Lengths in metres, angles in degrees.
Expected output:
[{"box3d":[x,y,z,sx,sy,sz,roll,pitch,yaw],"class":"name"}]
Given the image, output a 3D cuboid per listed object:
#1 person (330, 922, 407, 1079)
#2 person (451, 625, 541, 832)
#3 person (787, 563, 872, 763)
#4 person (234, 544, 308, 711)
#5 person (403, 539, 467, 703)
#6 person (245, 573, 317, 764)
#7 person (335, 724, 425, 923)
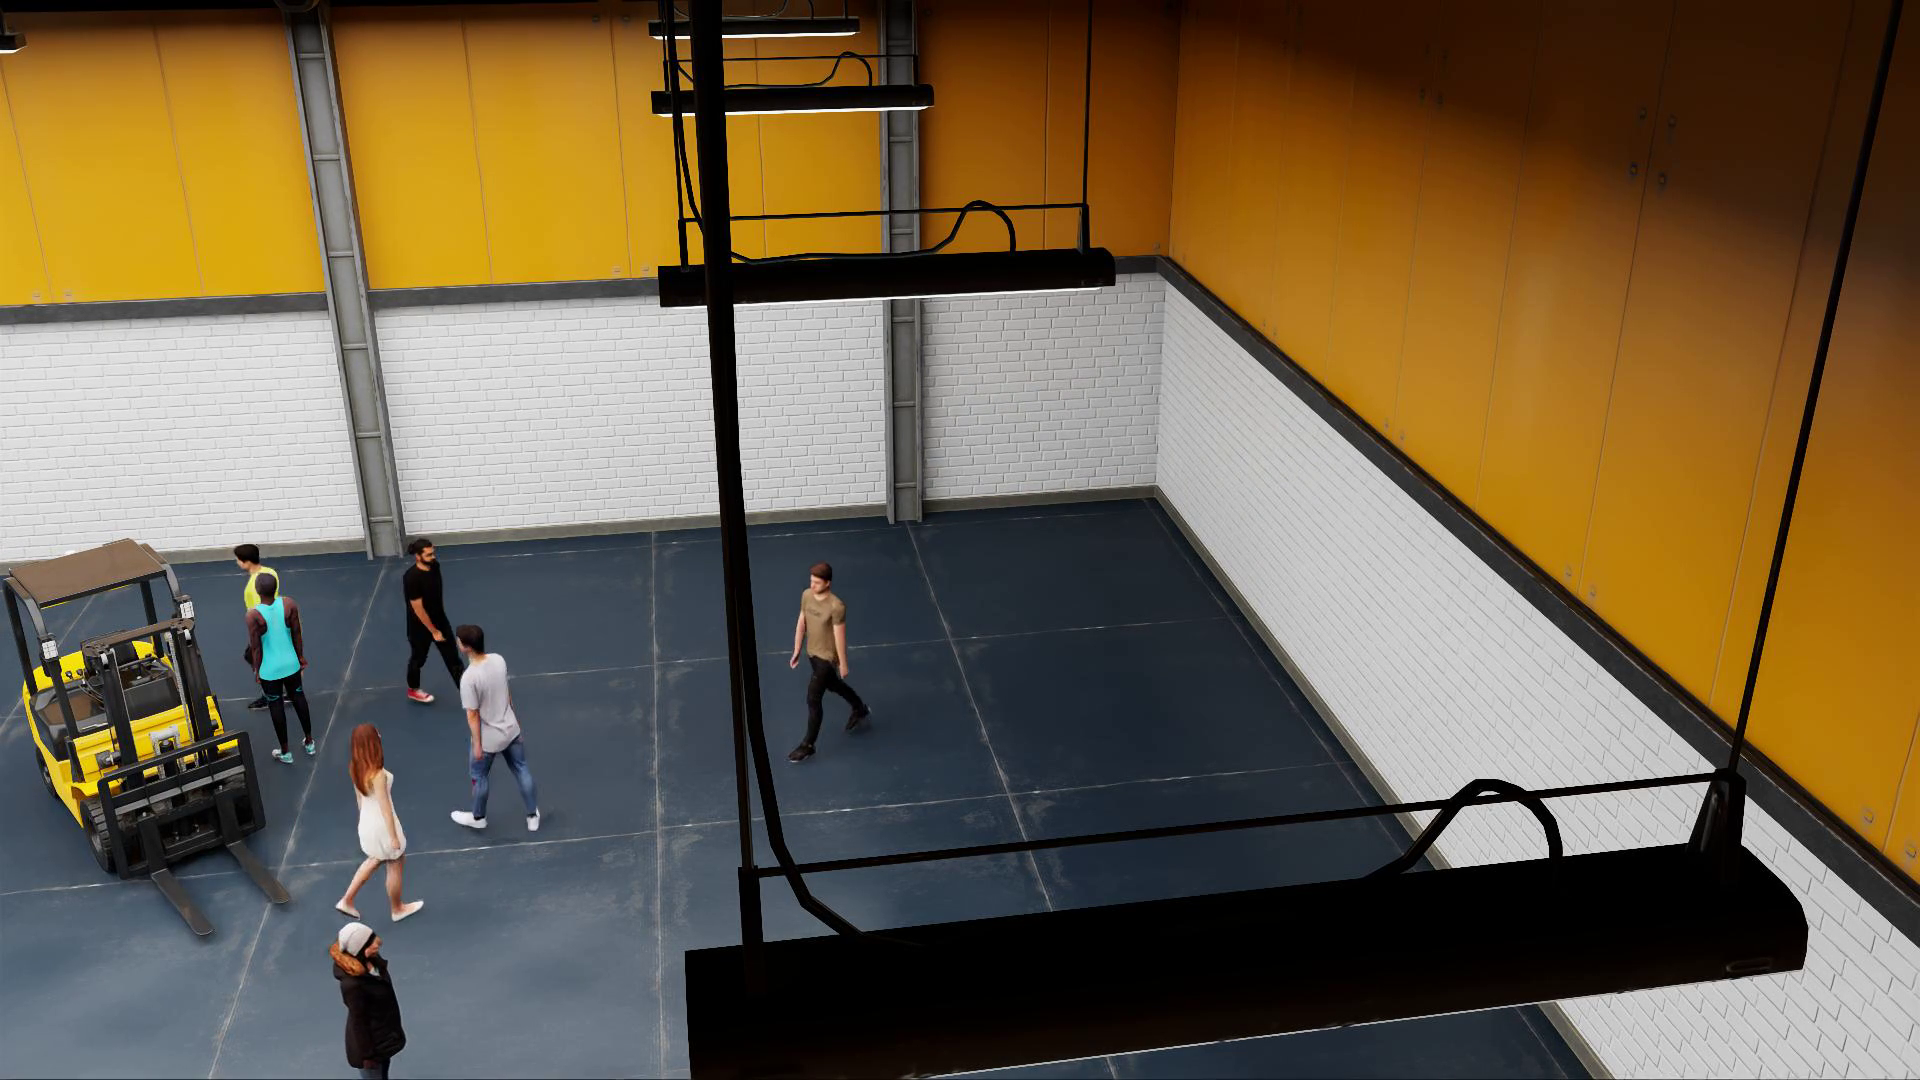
[{"box3d":[-3.673,3.076,10.390,0.626,1.633,0.648,-1,24,-2],"class":"person"},{"box3d":[-3.748,1.566,13.559,1.071,1.861,0.978,12,26,26],"class":"person"},{"box3d":[-1.144,1.020,14.875,1.335,1.808,1.089,-19,30,-37],"class":"person"},{"box3d":[-6.361,0.807,15.517,0.754,1.685,0.700,-1,24,-3],"class":"person"},{"box3d":[-5.041,0.795,15.514,1.199,1.709,1.026,10,26,22],"class":"person"},{"box3d":[-5.998,1.112,14.662,0.633,1.810,0.745,-21,31,-39],"class":"person"},{"box3d":[-4.407,2.167,12.386,0.842,1.700,0.959,22,32,40],"class":"person"}]
